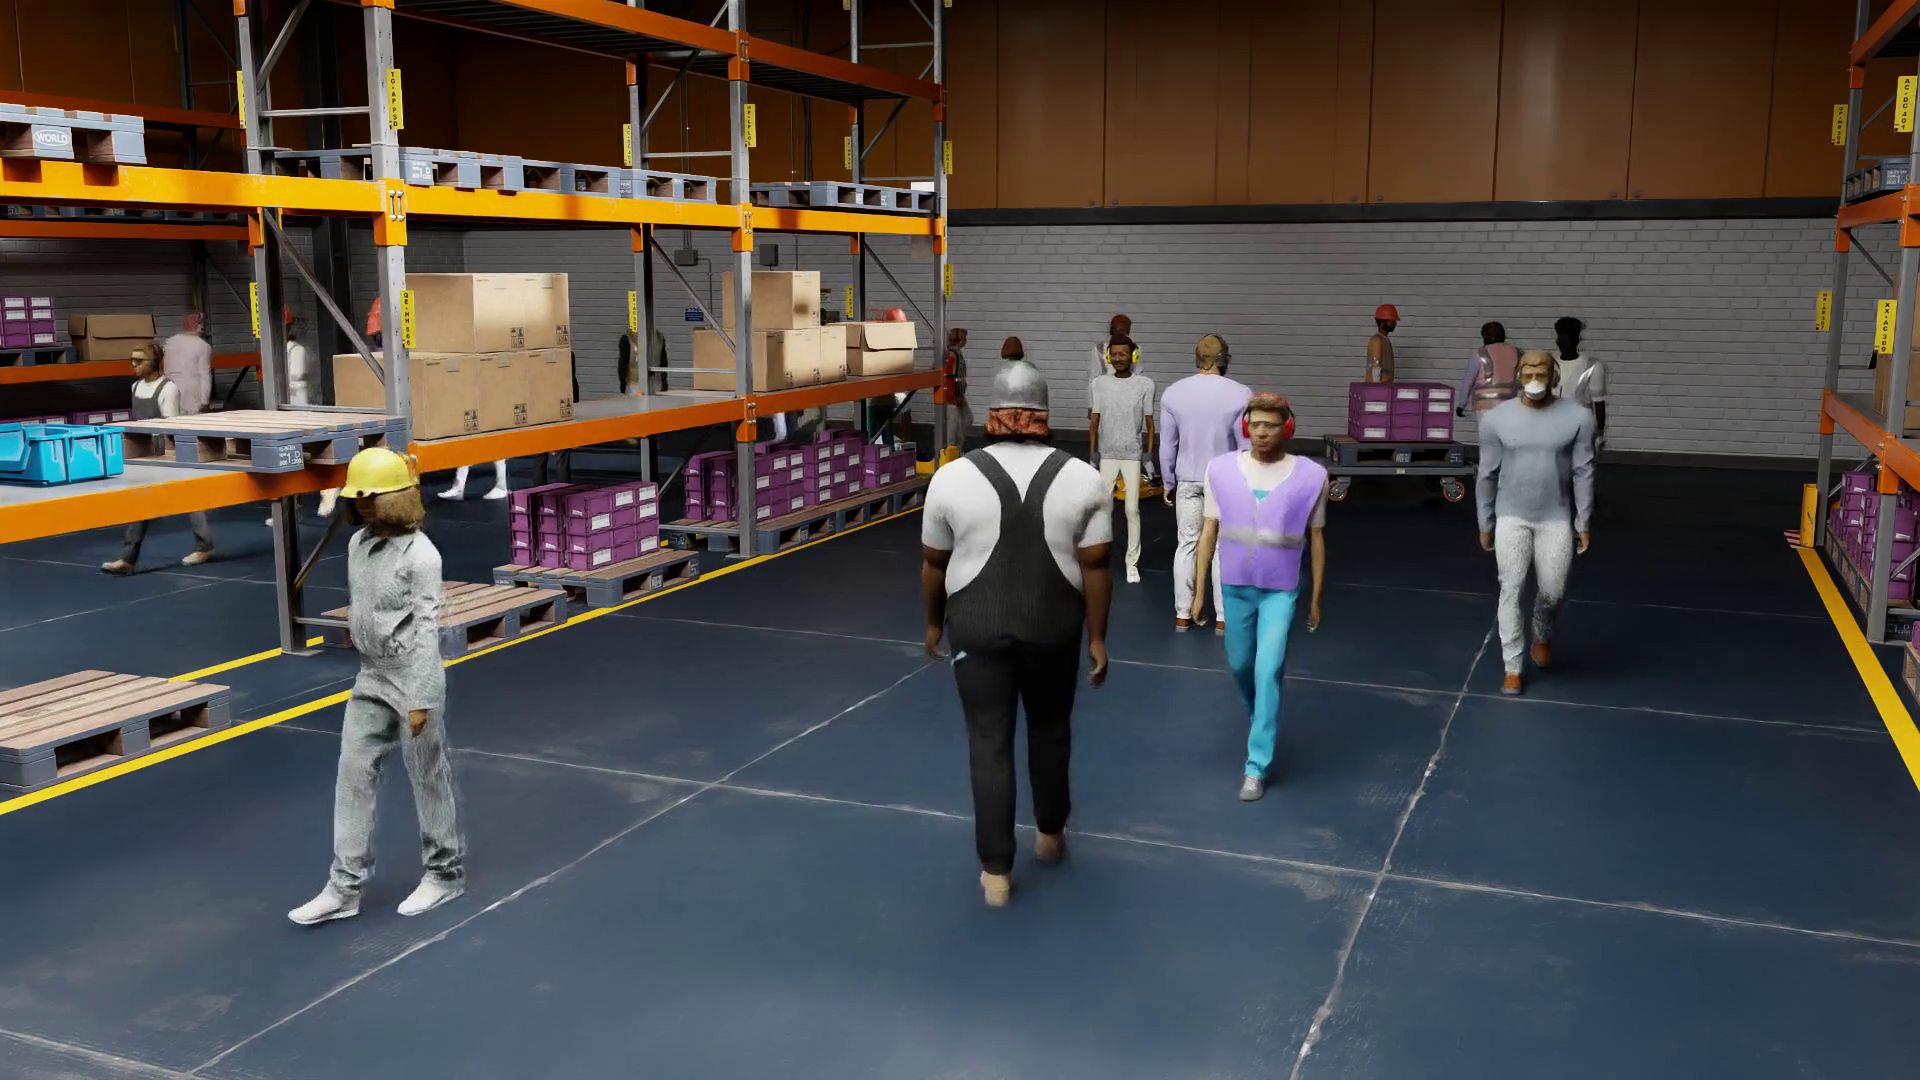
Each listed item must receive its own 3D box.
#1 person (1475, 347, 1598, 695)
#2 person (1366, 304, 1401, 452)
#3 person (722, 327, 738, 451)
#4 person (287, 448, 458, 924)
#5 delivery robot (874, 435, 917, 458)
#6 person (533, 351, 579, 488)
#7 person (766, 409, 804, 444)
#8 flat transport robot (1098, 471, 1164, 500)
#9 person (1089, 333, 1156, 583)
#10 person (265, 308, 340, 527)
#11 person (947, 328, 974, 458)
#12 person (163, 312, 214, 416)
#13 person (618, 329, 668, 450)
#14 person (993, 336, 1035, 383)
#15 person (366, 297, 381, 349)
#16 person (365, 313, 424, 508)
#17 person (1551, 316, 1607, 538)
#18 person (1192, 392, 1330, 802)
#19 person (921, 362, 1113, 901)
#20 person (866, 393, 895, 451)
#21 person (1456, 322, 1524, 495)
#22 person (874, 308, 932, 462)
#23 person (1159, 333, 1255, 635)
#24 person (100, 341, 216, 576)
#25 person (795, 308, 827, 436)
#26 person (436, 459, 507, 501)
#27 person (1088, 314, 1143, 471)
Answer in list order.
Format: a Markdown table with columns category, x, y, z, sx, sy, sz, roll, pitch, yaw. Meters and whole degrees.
| category | x | y | z | sx | sy | sz | roll | pitch | yaw |
| --- | --- | --- | --- | --- | --- | --- | --- | --- | --- |
| person | 3.203 | -0.119 | 9.308 | 0.640 | 1.924 | 0.602 | 3 | 10 | 18 |
| person | 4.837 | -1.732 | 19.050 | 0.373 | 1.934 | 0.551 | 4 | 10 | 20 |
| person | -2.763 | -1.994 | 20.521 | 0.636 | 1.967 | 0.756 | -2 | 10 | -9 |
| person | -2.086 | 0.537 | 5.909 | 0.511 | 1.719 | 0.668 | 6 | 11 | 33 |
| delivery robot | -0.822 | -0.999 | 18.505 | 0.707 | 0.478 | 0.477 | 8 | 12 | 41 |
| person | -3.886 | -1.184 | 15.785 | 0.587 | 1.920 | 0.390 | 2 | 10 | 14 |
| person | -1.888 | -1.468 | 18.002 | 0.418 | 1.751 | 0.545 | 7 | 12 | 36 |
| flat transport robot | 1.325 | -0.592 | 17.178 | 1.431 | 0.197 | 0.652 | 6 | 11 | 31 |
| person | 1.207 | -0.606 | 12.429 | 0.512 | 1.872 | 0.330 | 2 | 10 | 13 |
| person | -6.064 | -1.128 | 15.122 | 0.633 | 2.032 | 0.583 | 8 | 12 | 39 |
| person | -0.008 | -1.734 | 20.002 | 0.471 | 1.620 | 0.551 | 1 | 9 | 4 |
| person | -8.508 | -1.566 | 18.262 | 0.669 | 1.870 | 0.634 | 4 | 10 | 21 |
| person | -4.093 | -2.065 | 21.424 | 0.668 | 1.820 | 0.548 | -7 | 12 | -37 |
| person | 0.597 | -1.416 | 18.116 | 0.516 | 1.606 | 0.710 | -3 | 10 | -16 |
| person | -5.921 | -1.490 | 17.262 | 0.373 | 2.044 | 0.608 | -5 | 11 | -29 |
| person | -5.417 | -1.214 | 15.982 | 0.674 | 1.909 | 0.482 | 6 | 11 | 32 |
| person | 5.175 | -0.936 | 14.201 | 0.644 | 1.945 | 0.426 | 9 | 13 | 44 |
| person | 1.398 | 0.210 | 7.675 | 0.582 | 1.817 | 0.901 | 4 | 10 | 23 |
| person | 0.202 | 0.296 | 6.450 | 0.710 | 2.000 | 0.894 | -1 | 9 | -3 |
| person | -0.915 | -1.420 | 17.716 | 0.530 | 1.760 | 0.340 | -7 | 12 | -36 |
| person | 5.557 | -1.383 | 17.409 | 0.613 | 1.782 | 0.932 | -2 | 10 | -15 |
| person | -0.844 | -1.809 | 19.724 | 1.008 | 1.881 | 0.561 | 3 | 10 | 16 |
| person | 1.591 | -0.355 | 10.706 | 0.632 | 1.936 | 0.359 | 4 | 10 | 25 |
| person | -6.205 | -0.636 | 12.843 | 0.525 | 1.793 | 0.994 | 4 | 10 | 25 |
| person | -1.854 | -1.956 | 20.662 | 0.612 | 1.858 | 0.518 | 3 | 10 | 20 |
| person | -4.894 | -1.283 | 16.644 | 0.549 | 1.830 | 0.880 | 6 | 11 | 33 |
| person | 1.620 | -1.414 | 17.348 | 0.617 | 1.856 | 0.699 | -1 | 9 | -5 |
